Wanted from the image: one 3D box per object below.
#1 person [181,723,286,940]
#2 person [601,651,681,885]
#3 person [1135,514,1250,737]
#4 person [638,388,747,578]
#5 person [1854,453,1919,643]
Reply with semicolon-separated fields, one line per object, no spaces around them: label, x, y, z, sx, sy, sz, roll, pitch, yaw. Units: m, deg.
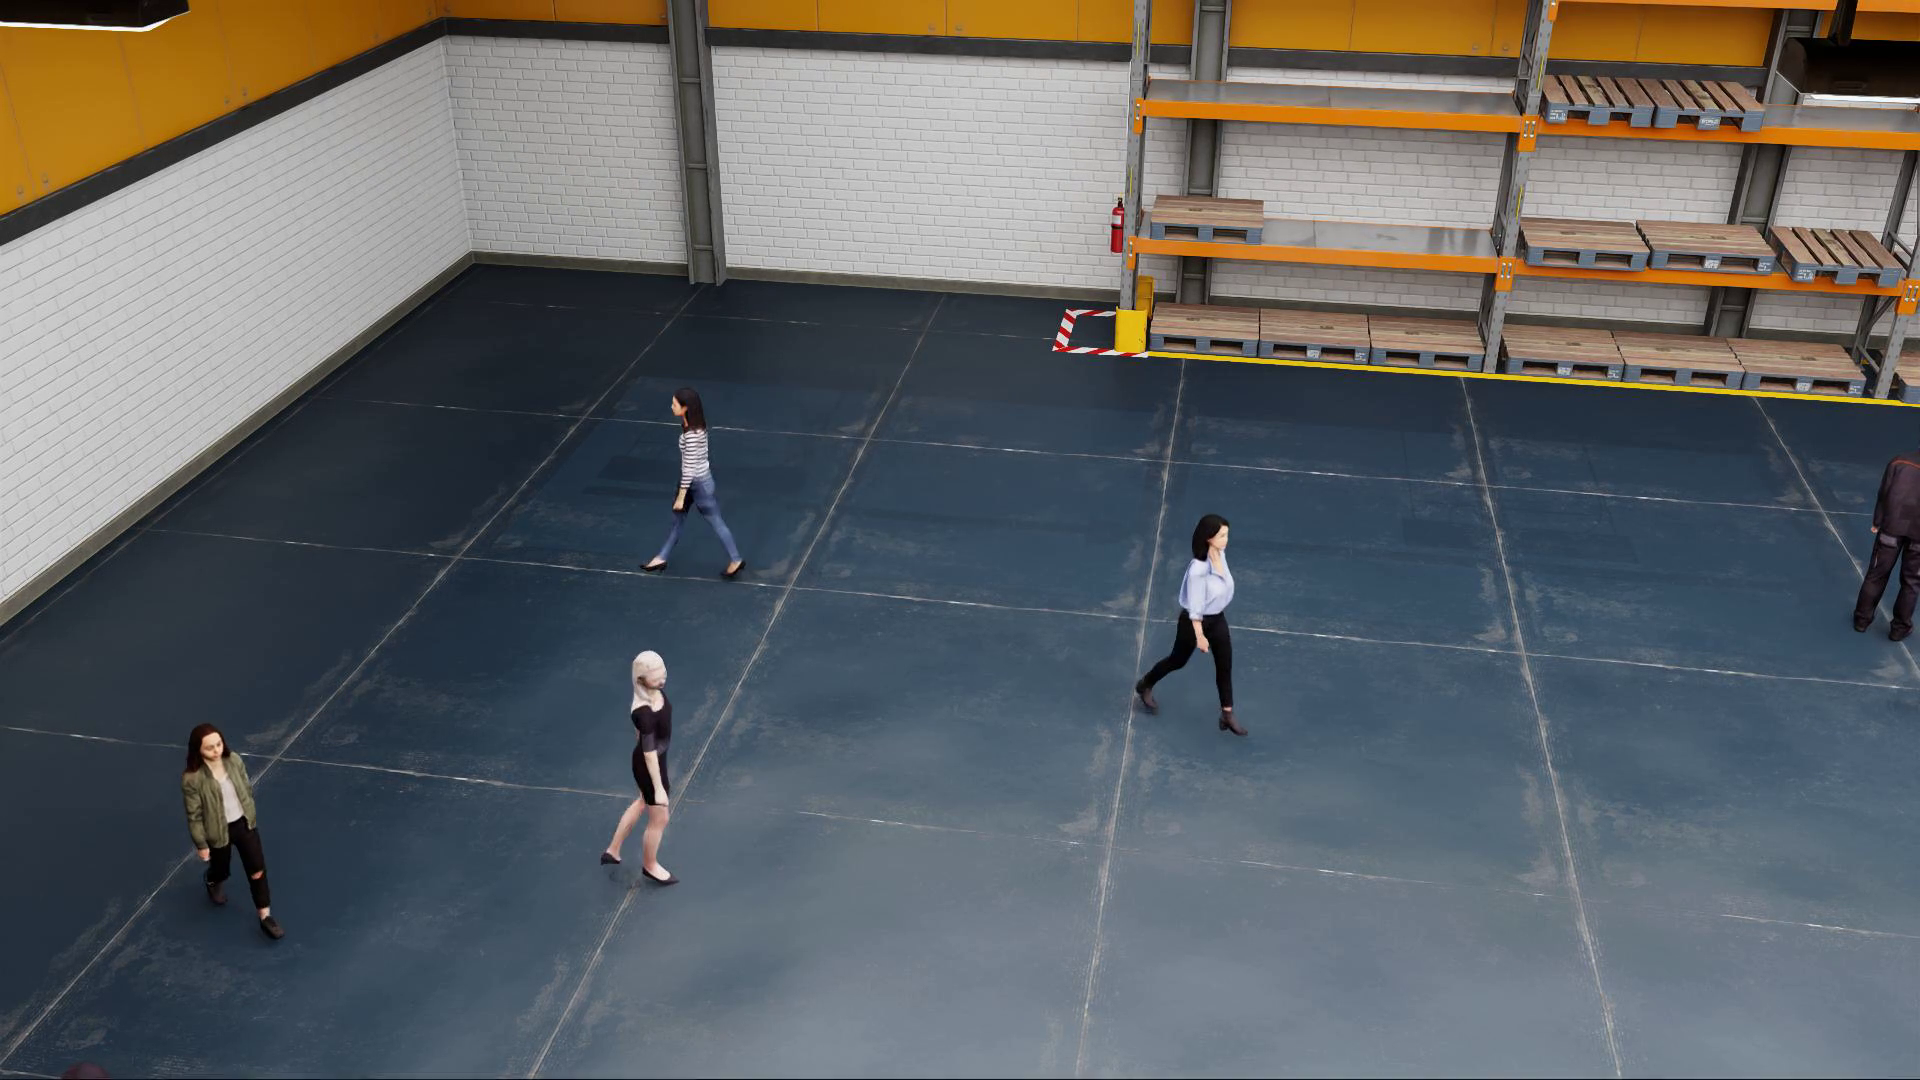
person;-4.492;1.742;10.103;1.044;1.456;0.888;23;36;35
person;-1.961;1.426;10.326;0.890;1.797;0.795;-10;30;-18
person;1.644;0.602;11.933;1.248;1.704;1.037;22;36;35
person;-2.068;-0.411;13.747;1.199;1.745;0.850;-3;29;-6
person;7.430;-0.077;13.037;0.701;1.839;0.857;20;35;32
